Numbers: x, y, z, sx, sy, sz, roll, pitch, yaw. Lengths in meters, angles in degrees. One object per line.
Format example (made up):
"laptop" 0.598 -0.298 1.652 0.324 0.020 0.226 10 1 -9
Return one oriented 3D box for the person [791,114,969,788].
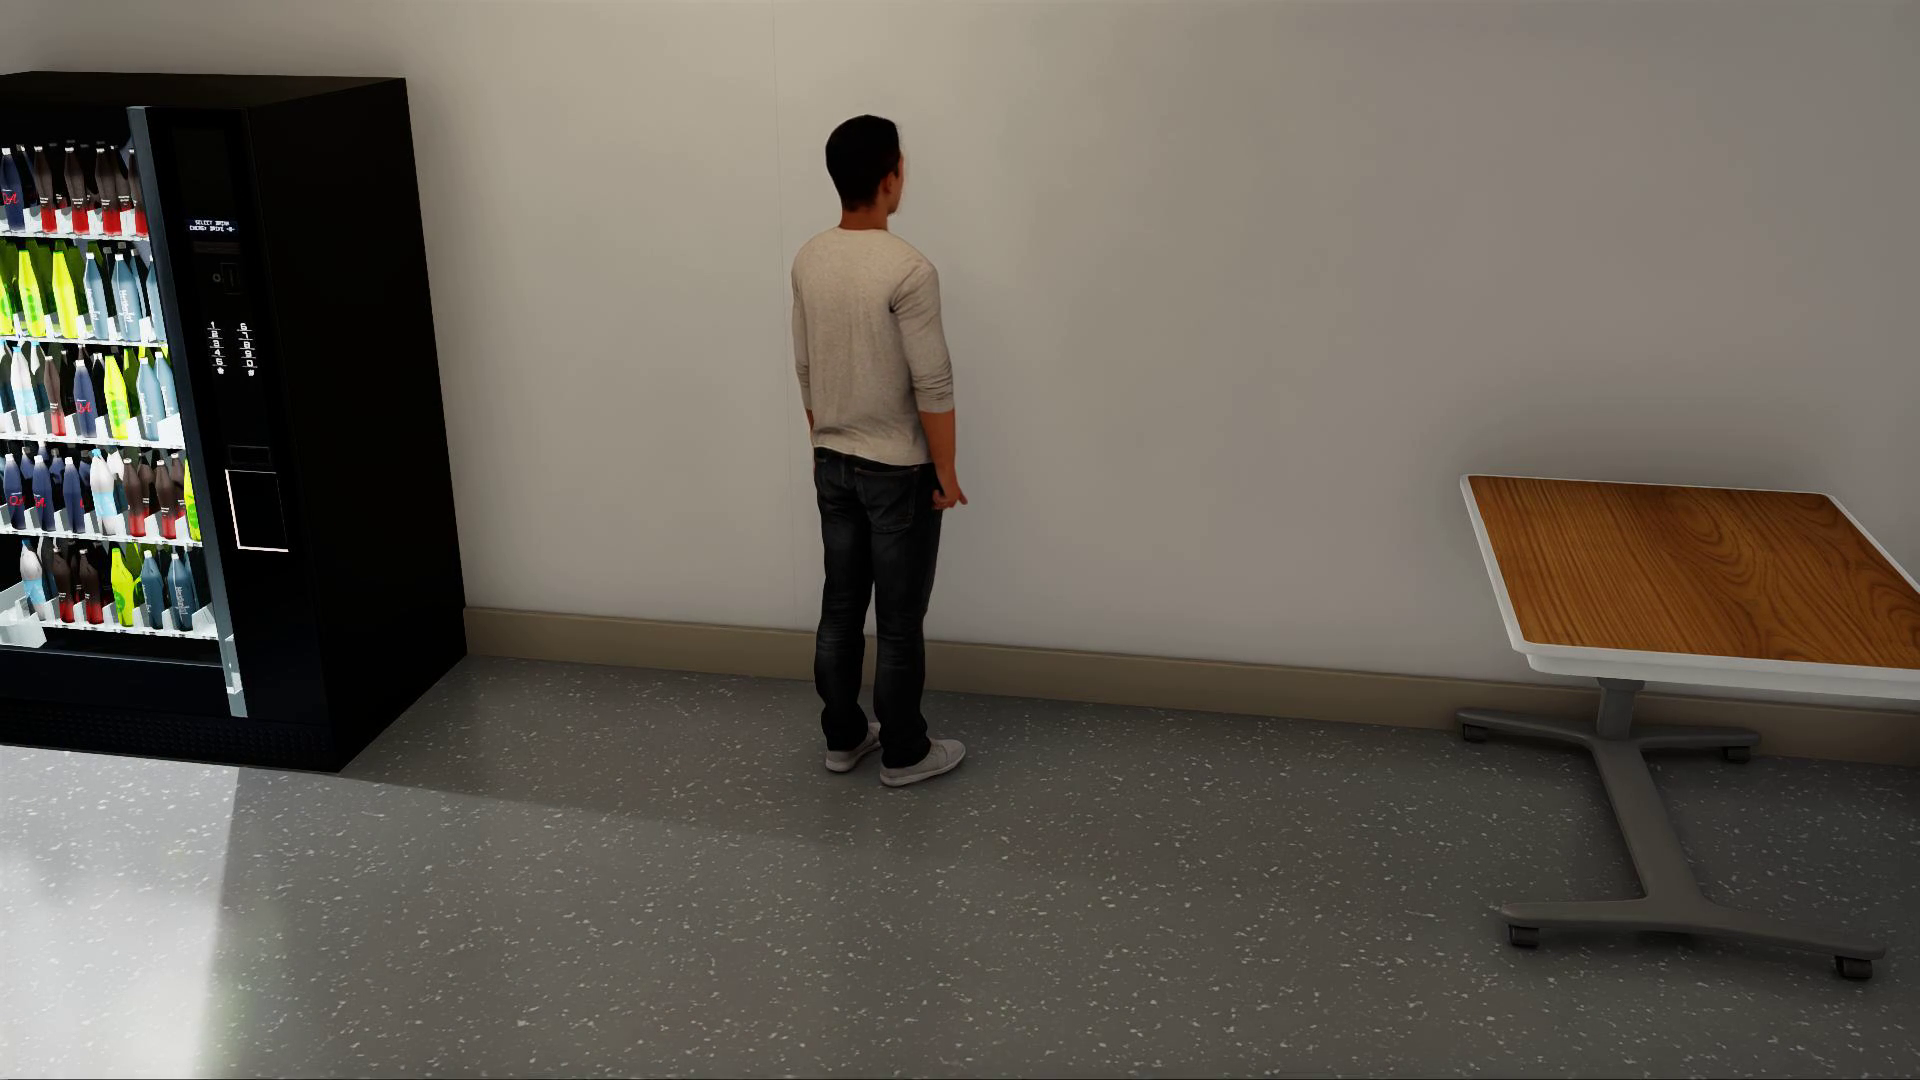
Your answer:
"person" -0.233 -0.206 4.431 0.643 1.812 0.784 14 25 33
